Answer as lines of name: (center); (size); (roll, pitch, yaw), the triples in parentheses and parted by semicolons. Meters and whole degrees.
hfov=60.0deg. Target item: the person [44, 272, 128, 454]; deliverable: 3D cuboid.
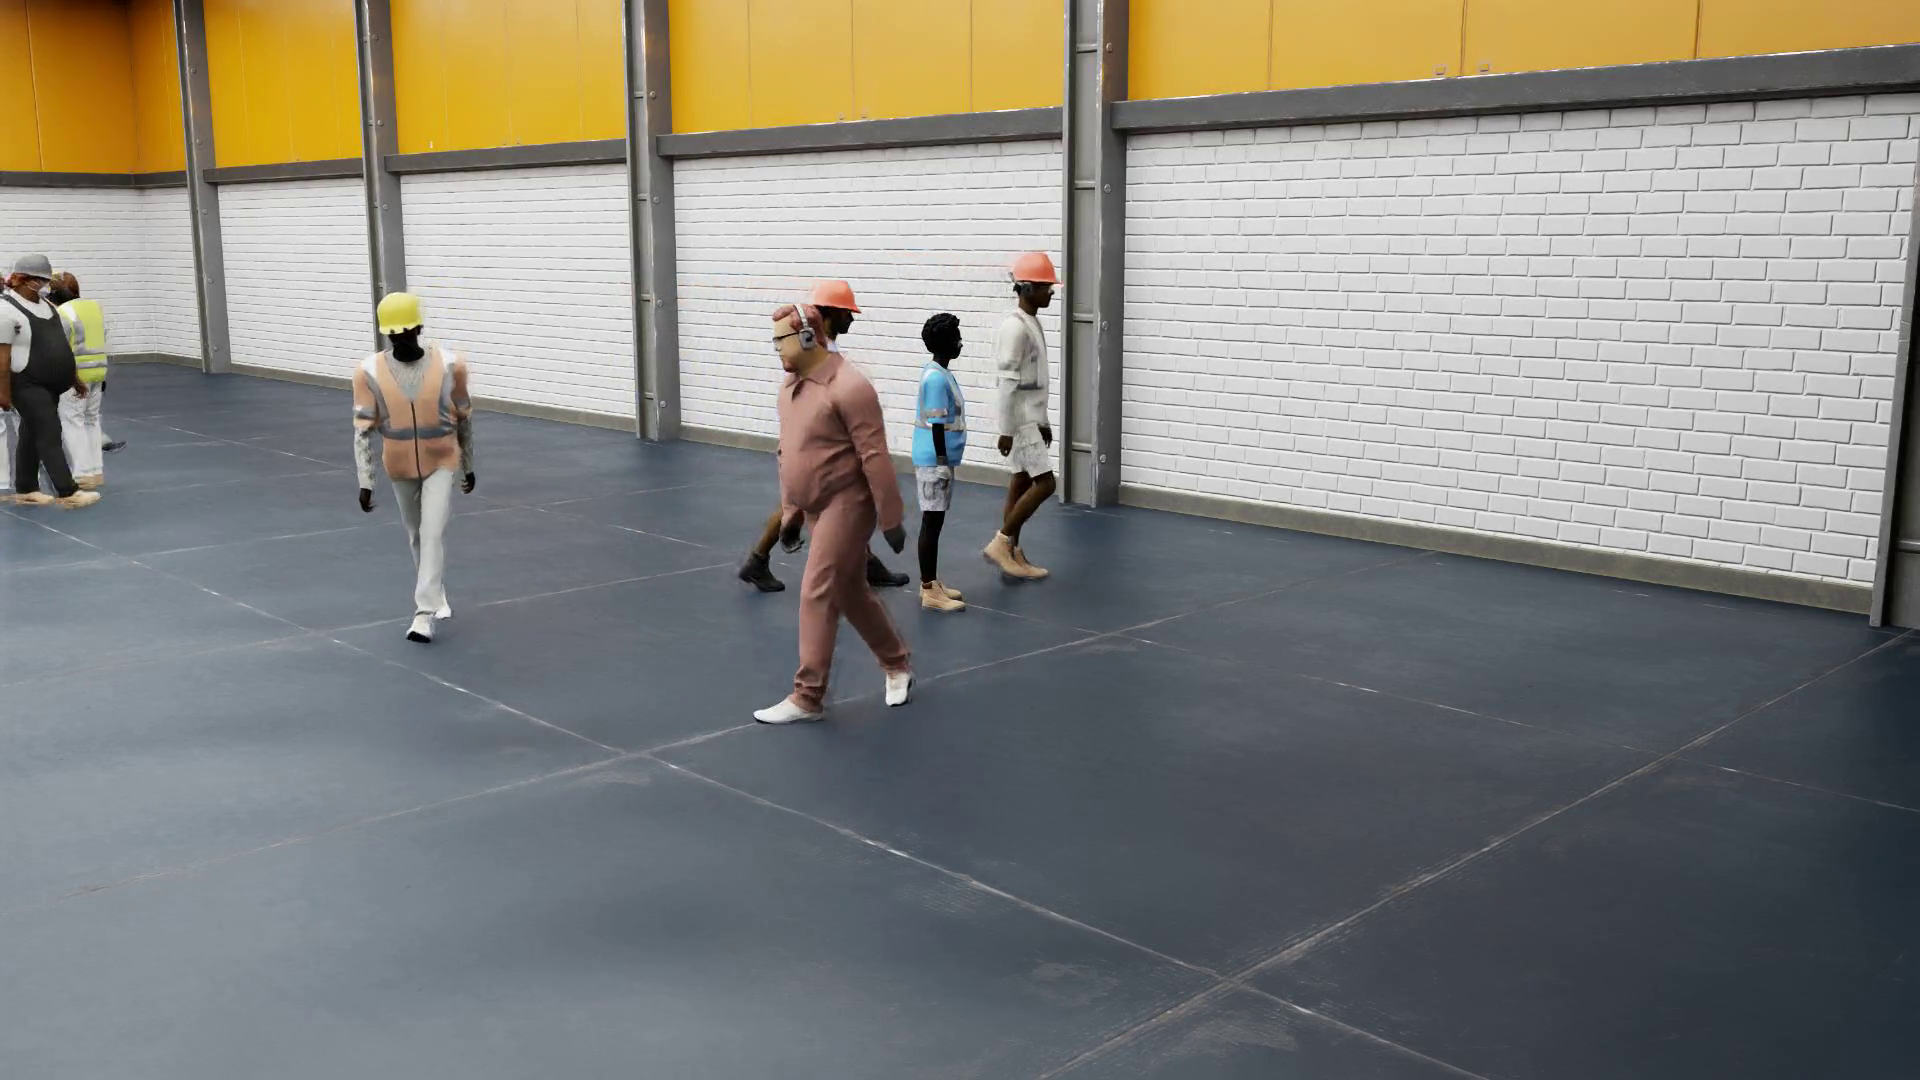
person: (-8.662, -1.691, 16.073); (0.919, 1.783, 0.612); (-5, 12, -26)

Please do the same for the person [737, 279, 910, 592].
person: (-0.861, -0.612, 9.948); (1.032, 1.882, 0.566); (-1, 10, -8)

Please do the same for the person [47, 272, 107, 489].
person: (-7.455, -1.338, 14.060); (0.430, 1.823, 0.679); (1, 10, 7)

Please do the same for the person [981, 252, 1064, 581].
person: (0.416, -0.735, 10.184); (0.433, 2.028, 0.603); (2, 11, 9)

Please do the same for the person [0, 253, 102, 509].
person: (-7.120, -1.264, 13.035); (0.917, 2.000, 0.681); (0, 10, -1)

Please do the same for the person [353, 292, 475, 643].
person: (-2.911, -0.403, 8.919); (0.594, 1.838, 1.073); (-2, 11, -10)

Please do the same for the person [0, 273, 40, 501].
person: (-7.752, -1.258, 13.434); (0.360, 1.883, 0.574); (7, 13, 35)

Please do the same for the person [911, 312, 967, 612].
person: (-0.119, -0.447, 9.517); (0.322, 1.697, 0.534); (0, 10, 1)

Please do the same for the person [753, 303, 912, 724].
person: (-0.520, -0.126, 7.387); (0.835, 1.850, 0.661); (-5, 12, -27)
